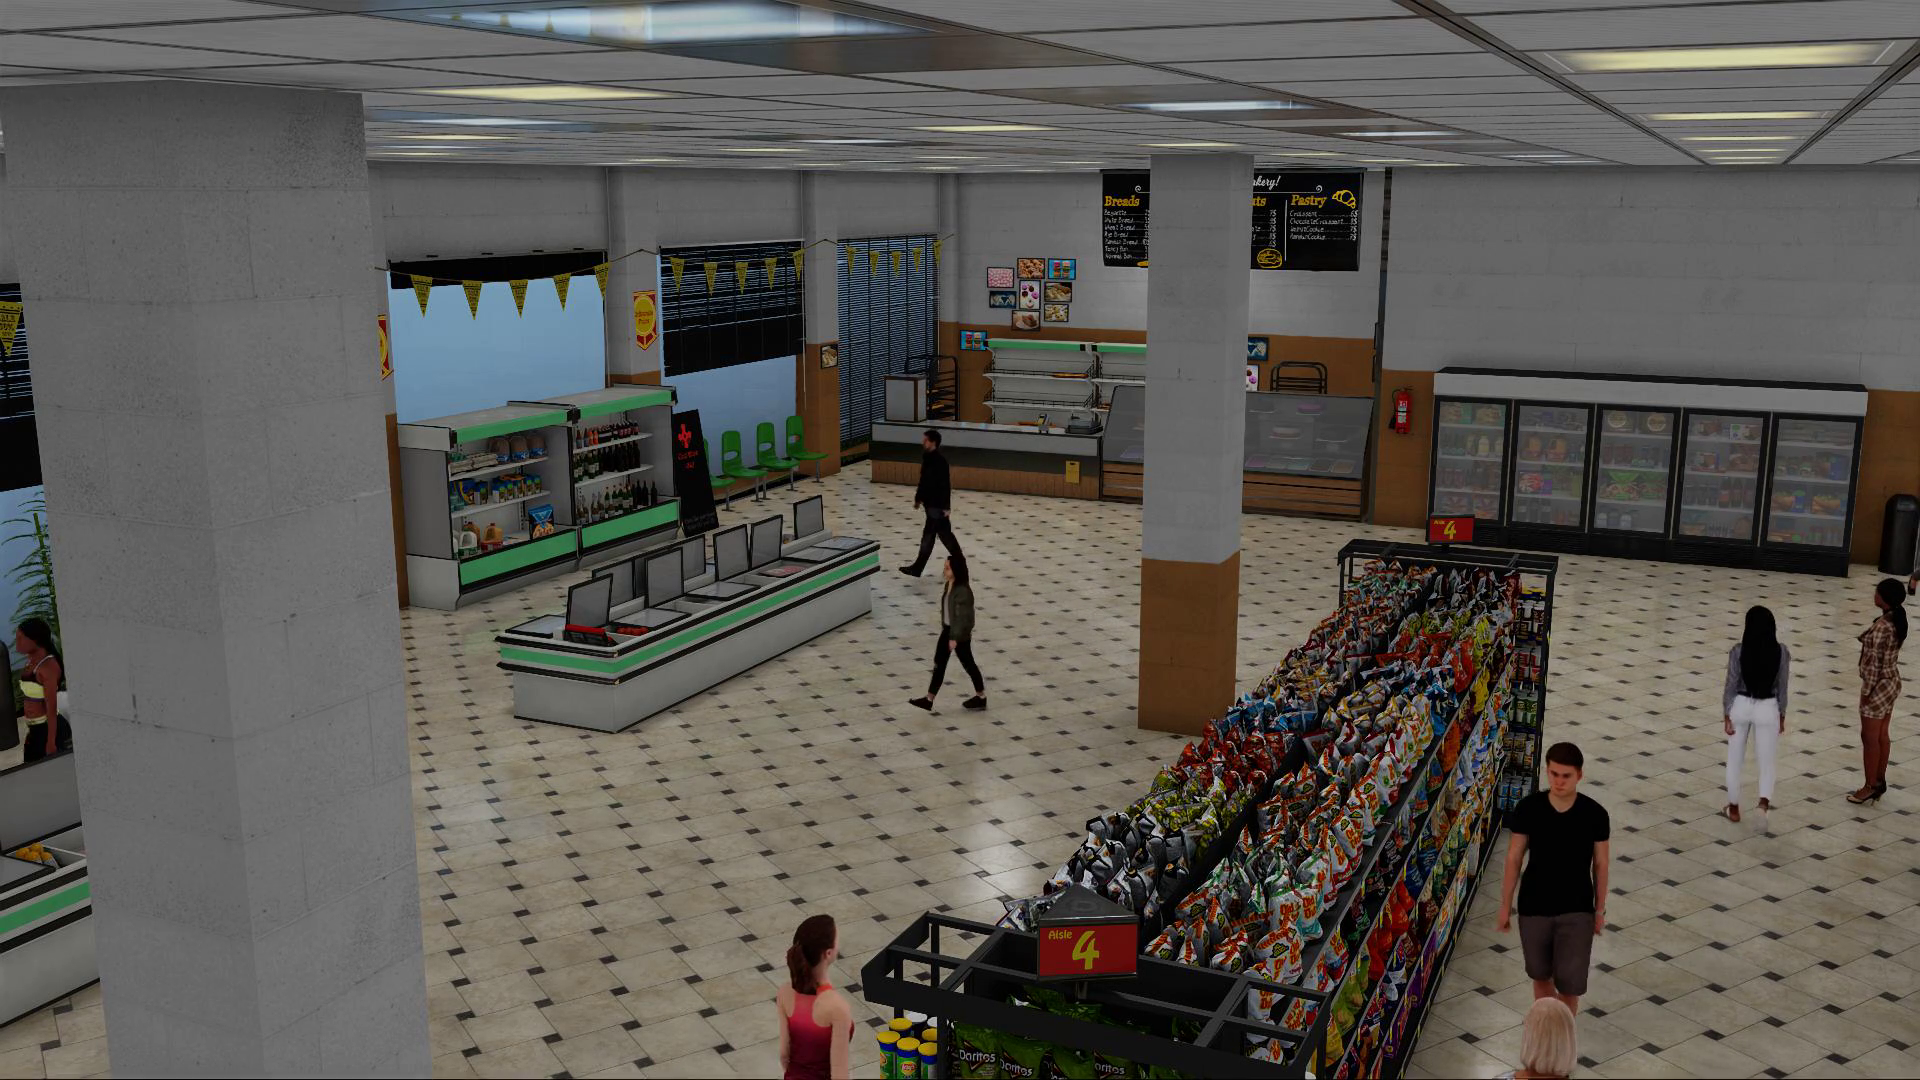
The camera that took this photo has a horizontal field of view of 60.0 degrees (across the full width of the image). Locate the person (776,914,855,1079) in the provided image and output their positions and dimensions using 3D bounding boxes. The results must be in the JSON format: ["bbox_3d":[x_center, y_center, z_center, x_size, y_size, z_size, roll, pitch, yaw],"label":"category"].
[{"bbox_3d":[-0.653,2.452,6.967,0.640,1.704,1.137,7,14,29],"label":"person"}]

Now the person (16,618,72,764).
[{"bbox_3d":[-6.438,1.391,11.911,0.825,1.742,0.716,-11,16,-43],"label":"person"}]

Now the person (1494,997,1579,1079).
[{"bbox_3d":[2.209,2.568,6.303,0.568,1.749,0.516,6,13,27],"label":"person"}]

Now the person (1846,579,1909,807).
[{"bbox_3d":[7.101,1.168,12.844,0.624,1.794,0.731,-10,15,-39],"label":"person"}]

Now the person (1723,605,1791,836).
[{"bbox_3d":[5.865,1.339,12.247,0.653,1.706,1.023,4,12,18],"label":"person"}]

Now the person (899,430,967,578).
[{"bbox_3d":[-0.203,-0.425,20.405,1.244,1.796,1.194,-4,13,-19],"label":"person"}]

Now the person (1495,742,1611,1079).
[{"bbox_3d":[3.234,1.956,8.975,0.686,1.845,0.724,6,13,27],"label":"person"}]

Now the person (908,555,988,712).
[{"bbox_3d":[0.033,0.874,15.114,1.057,1.435,0.967,-5,13,-24],"label":"person"}]
